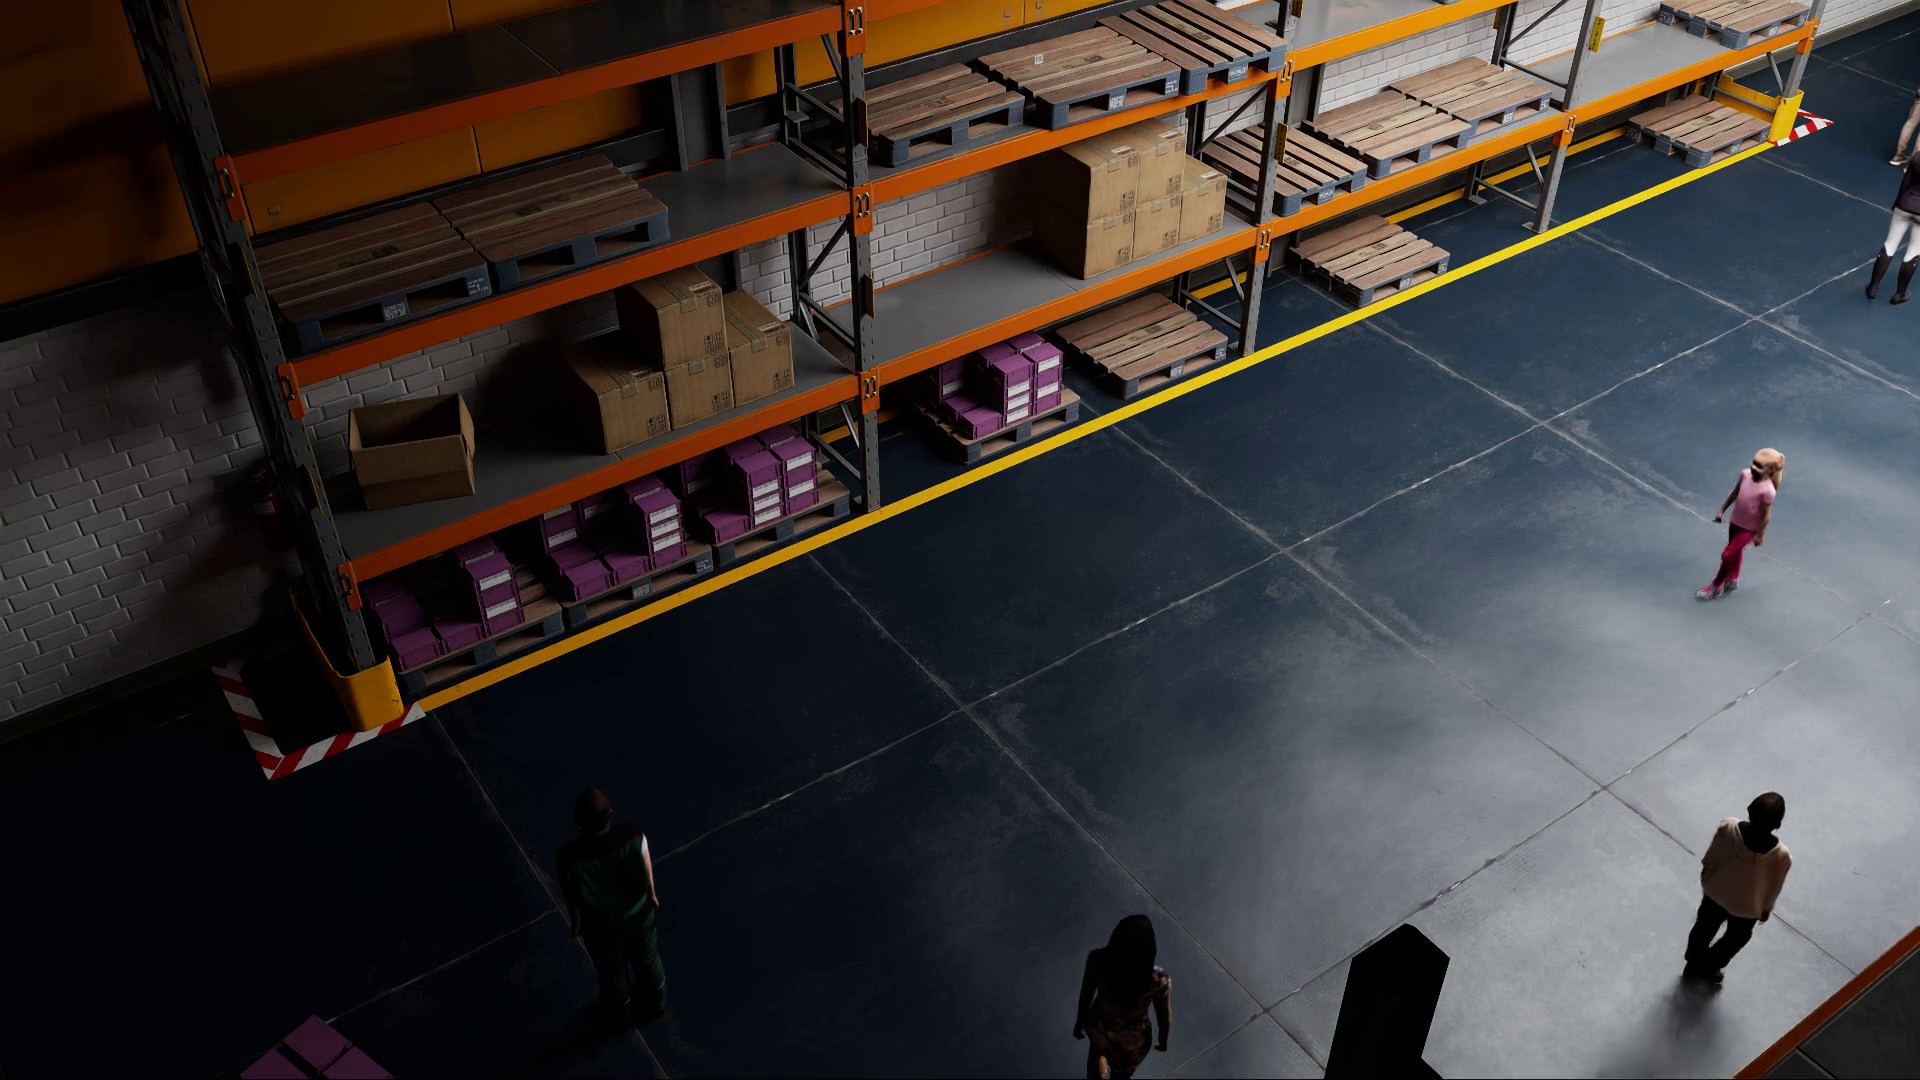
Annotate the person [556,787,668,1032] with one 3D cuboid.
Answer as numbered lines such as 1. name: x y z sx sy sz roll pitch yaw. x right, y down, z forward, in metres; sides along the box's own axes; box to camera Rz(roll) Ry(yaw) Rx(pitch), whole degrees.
1. person: -1.857 1.973 8.927 0.553 1.842 0.726 -18 42 -21

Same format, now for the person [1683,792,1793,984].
1. person: 4.266 1.986 9.226 0.556 1.449 0.624 -28 47 -31

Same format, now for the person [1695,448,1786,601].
1. person: 5.733 -0.142 12.040 0.714 1.262 0.612 -10 40 -12

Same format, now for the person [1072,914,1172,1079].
1. person: 0.767 2.524 8.331 0.741 1.726 0.768 14 41 17

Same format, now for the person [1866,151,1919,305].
1. person: 8.737 -2.982 15.222 0.625 1.728 0.623 29 47 31
